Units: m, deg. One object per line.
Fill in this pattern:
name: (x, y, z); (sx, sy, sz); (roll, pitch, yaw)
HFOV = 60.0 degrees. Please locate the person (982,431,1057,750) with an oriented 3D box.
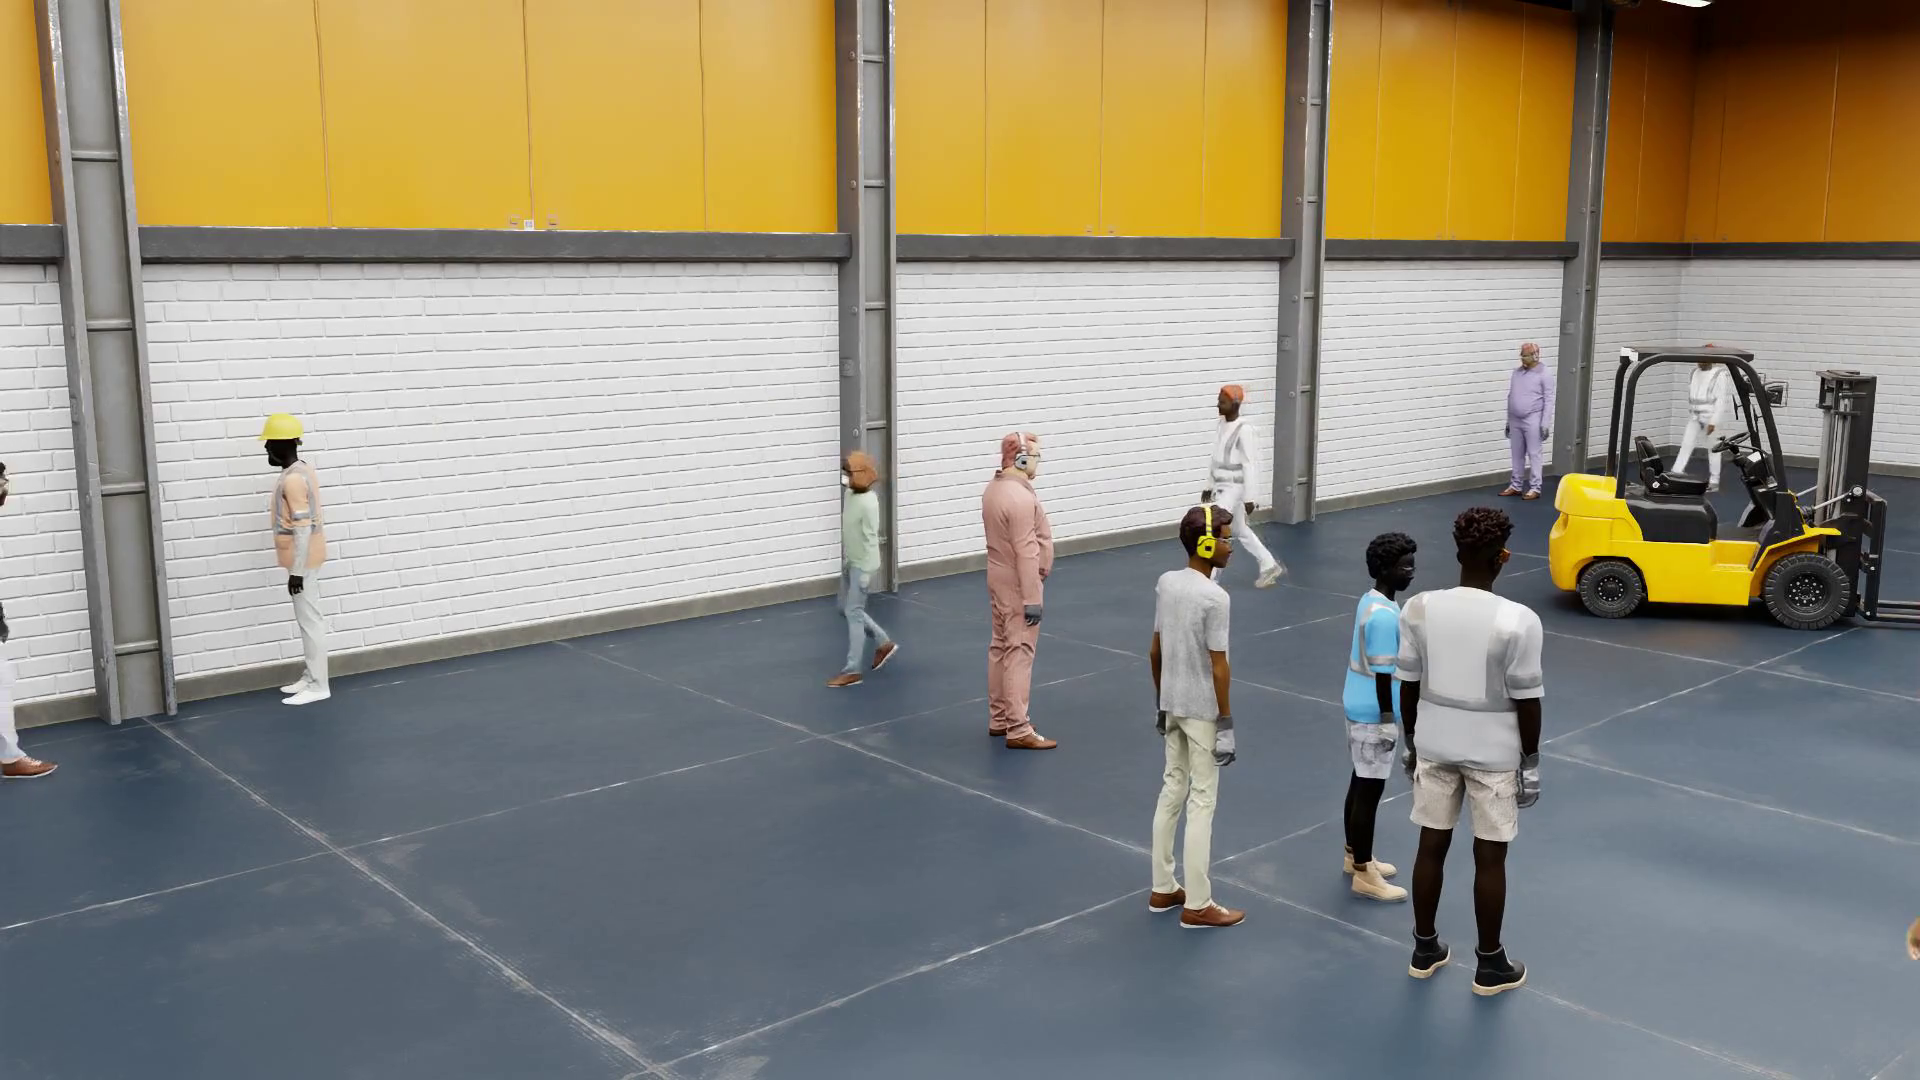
person: (0.360, 0.296, 9.999); (0.411, 1.908, 0.643); (-3, 10, -17)

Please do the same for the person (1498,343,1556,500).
person: (6.877, -1.435, 20.171); (0.401, 1.904, 0.706); (-5, 11, -28)

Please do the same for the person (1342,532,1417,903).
person: (1.930, 0.797, 7.676); (0.322, 1.697, 0.531); (2, 10, 9)

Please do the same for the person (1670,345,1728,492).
person: (9.114, -1.481, 20.573); (0.977, 1.837, 0.591); (-4, 11, -24)

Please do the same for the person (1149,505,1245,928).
person: (1.040, 0.771, 7.342); (0.319, 1.865, 0.521); (-5, 11, -27)

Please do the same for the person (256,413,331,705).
person: (-4.371, 0.123, 10.952); (0.386, 1.928, 0.589); (-3, 10, -19)

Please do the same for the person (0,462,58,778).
person: (-5.496, 0.447, 9.357); (0.641, 1.830, 0.504); (-4, 11, -24)

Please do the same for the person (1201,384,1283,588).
person: (2.430, -0.452, 14.578); (0.947, 1.845, 0.575); (-2, 10, -10)

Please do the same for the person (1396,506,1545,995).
person: (2.044, 0.839, 6.668); (0.602, 1.959, 0.368); (8, 13, 40)

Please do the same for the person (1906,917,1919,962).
person: (3.110, 1.196, 4.969); (0.724, 1.819, 0.521); (-2, 10, -10)

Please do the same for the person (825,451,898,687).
person: (-0.692, 0.189, 11.436); (0.518, 1.620, 0.544); (-4, 10, -21)

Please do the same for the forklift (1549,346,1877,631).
forklift: (6.109, -0.478, 13.691); (2.313, 2.155, 1.214); (3, 10, 16)
